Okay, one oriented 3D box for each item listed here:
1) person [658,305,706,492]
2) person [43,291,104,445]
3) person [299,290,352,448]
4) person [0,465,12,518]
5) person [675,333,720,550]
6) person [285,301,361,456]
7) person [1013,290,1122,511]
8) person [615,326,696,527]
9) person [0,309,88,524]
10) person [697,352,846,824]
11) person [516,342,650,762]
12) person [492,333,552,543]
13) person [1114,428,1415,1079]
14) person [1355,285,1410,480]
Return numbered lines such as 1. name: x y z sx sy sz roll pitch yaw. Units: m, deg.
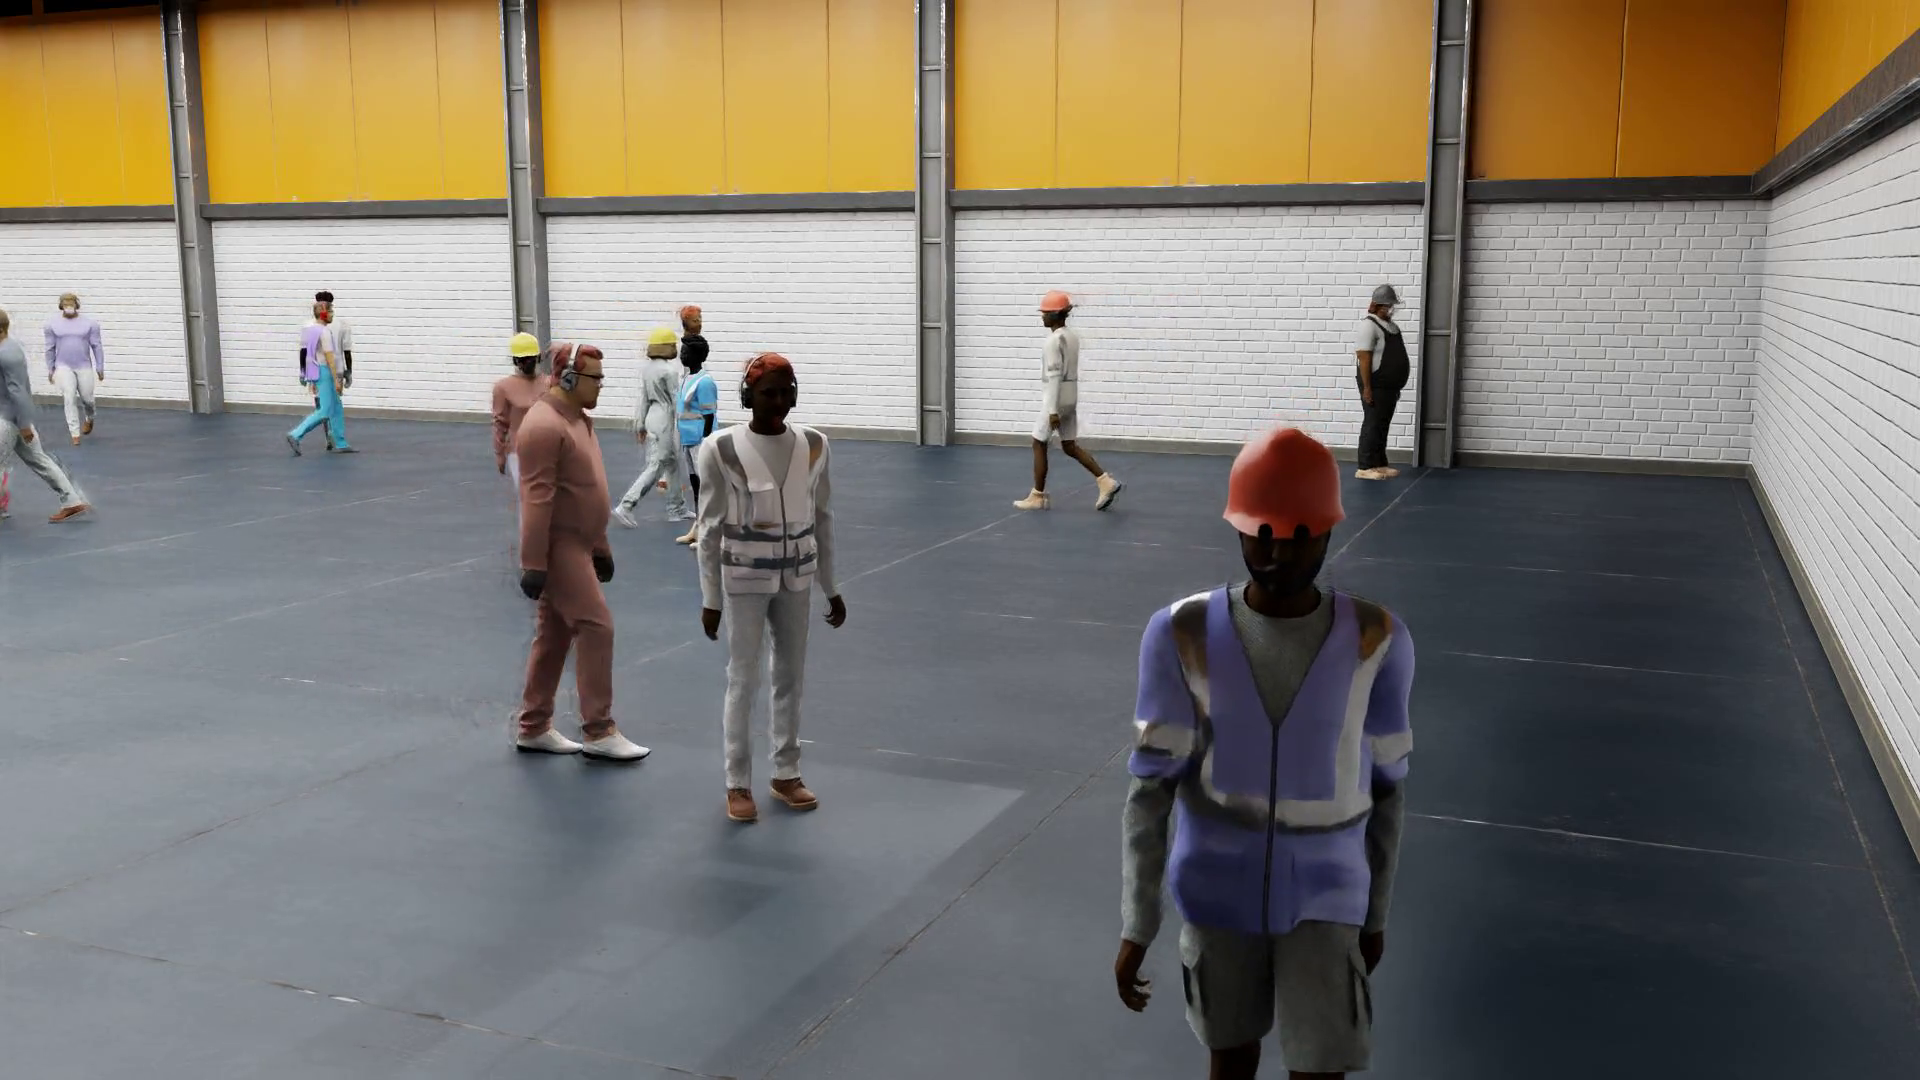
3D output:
1. person: -2.554 -1.345 16.116 1.004 1.828 0.585 5 11 27
2. person: -11.097 -2.165 20.869 0.645 1.917 0.713 -5 10 -26
3. person: -7.743 -2.092 20.359 0.607 1.933 0.924 -6 11 -33
4. person: -8.592 -1.058 14.591 0.535 1.766 0.326 -5 11 -29
5. person: -2.061 -0.772 13.055 0.321 1.697 0.529 -5 10 -27
6. person: -7.488 -1.886 19.447 0.800 1.820 0.576 -6 11 -31
7. person: 0.978 -1.243 15.002 0.929 2.016 0.616 4 10 24
8. person: -2.607 -0.971 14.226 0.814 1.711 0.486 -6 11 -33
9. person: -8.008 -1.024 14.054 1.070 1.884 0.645 -5 11 -29
10. person: -0.751 0.191 6.699 0.605 1.882 0.384 -6 11 -31
11. person: -1.676 0.059 7.485 0.792 1.871 0.659 0 9 0
12. person: -3.037 -0.609 11.932 0.531 1.742 0.646 -7 12 -36
13. person: 0.592 0.744 3.252 0.565 1.899 0.895 2 10 12
14. person: 4.430 -1.659 17.395 0.536 2.000 0.713 7 12 37
